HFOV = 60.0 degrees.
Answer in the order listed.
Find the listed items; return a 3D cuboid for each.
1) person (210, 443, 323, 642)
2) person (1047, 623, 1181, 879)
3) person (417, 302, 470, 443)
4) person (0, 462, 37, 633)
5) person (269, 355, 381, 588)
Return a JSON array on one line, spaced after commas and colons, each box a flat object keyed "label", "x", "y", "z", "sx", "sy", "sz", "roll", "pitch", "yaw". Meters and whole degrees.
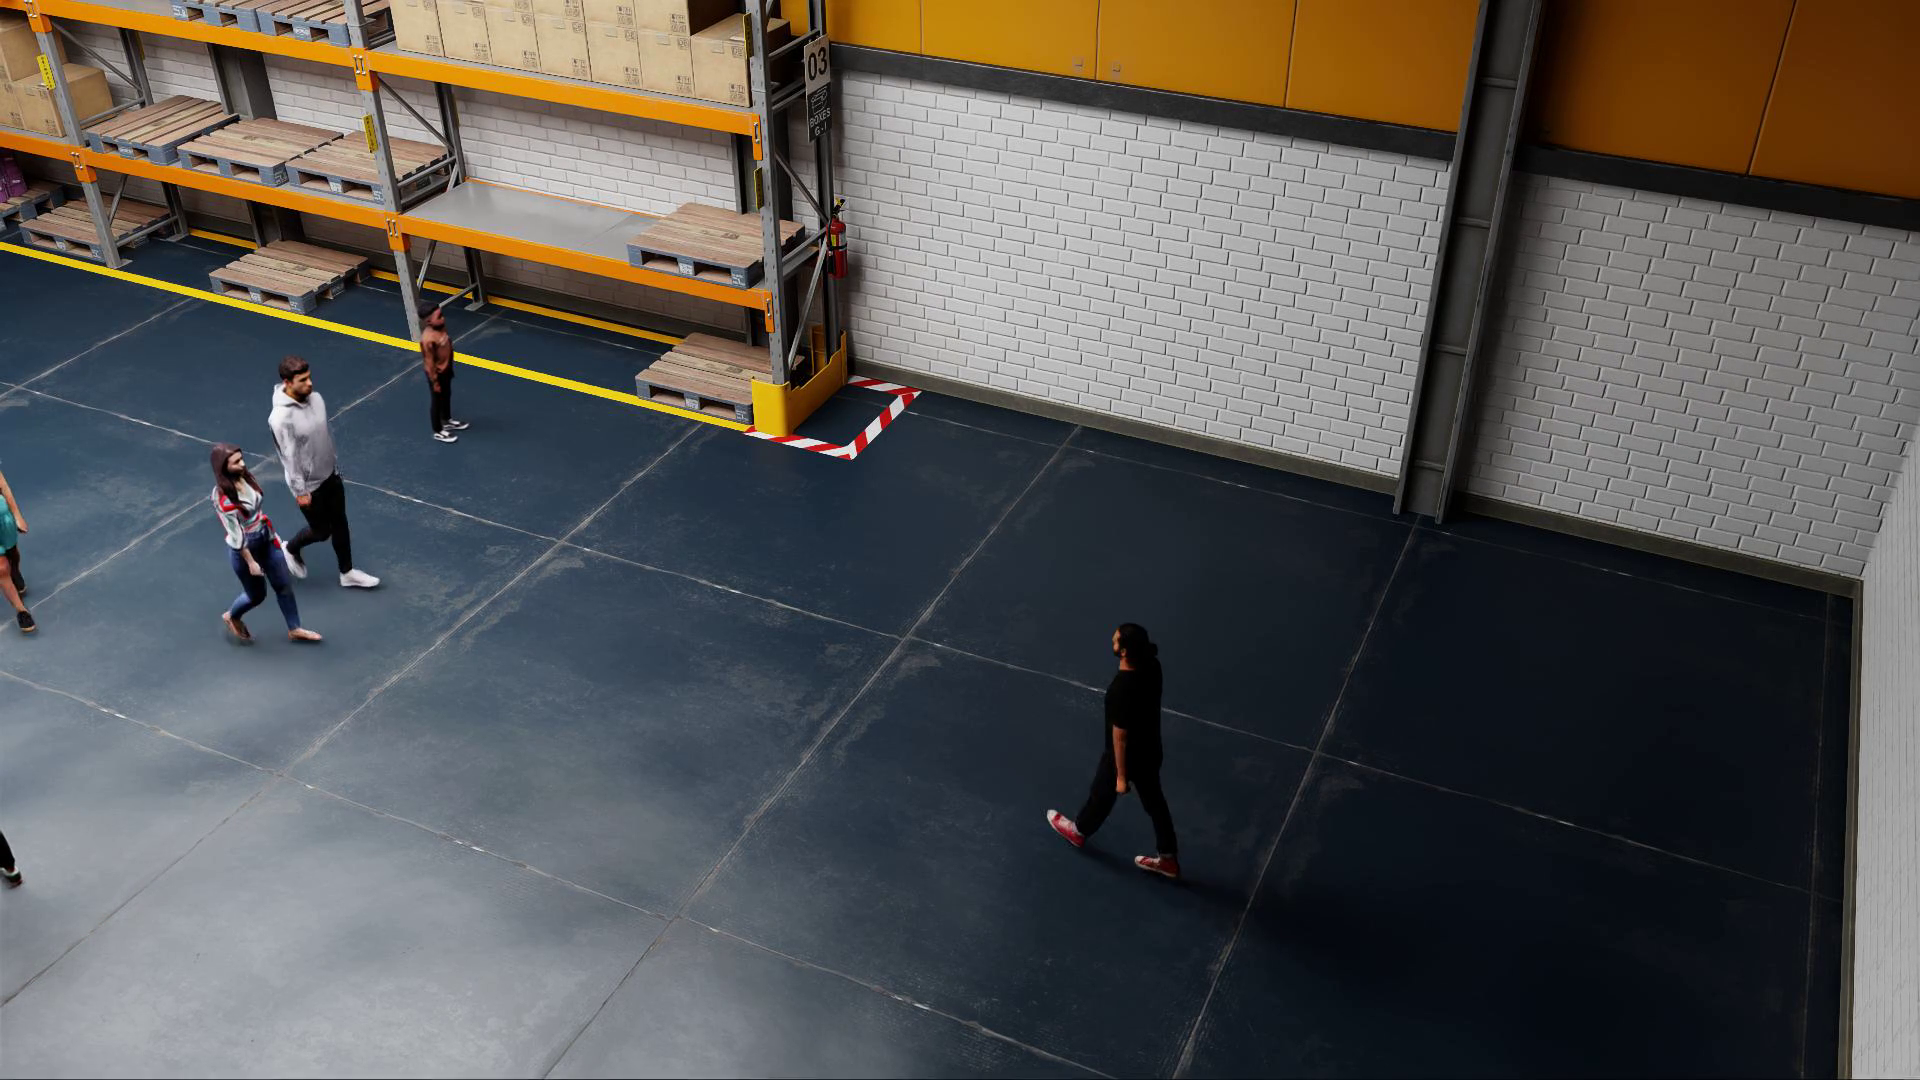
[{"label": "person", "x": -4.942, "y": 0.058, "z": 11.475, "sx": 0.942, "sy": 1.596, "sz": 0.690, "roll": 9, "pitch": 35, "yaw": 13}, {"label": "person", "x": 1.060, "y": 1.259, "z": 9.554, "sx": 1.156, "sy": 1.722, "sz": 0.787, "roll": 21, "pitch": 39, "yaw": 28}, {"label": "person", "x": -4.405, "y": -1.431, "z": 14.028, "sx": 0.552, "sy": 1.249, "sz": 0.571, "roll": 6, "pitch": 34, "yaw": 8}, {"label": "person", "x": -6.916, "y": -0.158, "z": 11.864, "sx": 0.892, "sy": 1.525, "sz": 1.117, "roll": -22, "pitch": 39, "yaw": -29}, {"label": "person", "x": -4.735, "y": -0.455, "z": 11.964, "sx": 0.977, "sy": 1.909, "sz": 0.731, "roll": 11, "pitch": 35, "yaw": 16}]
